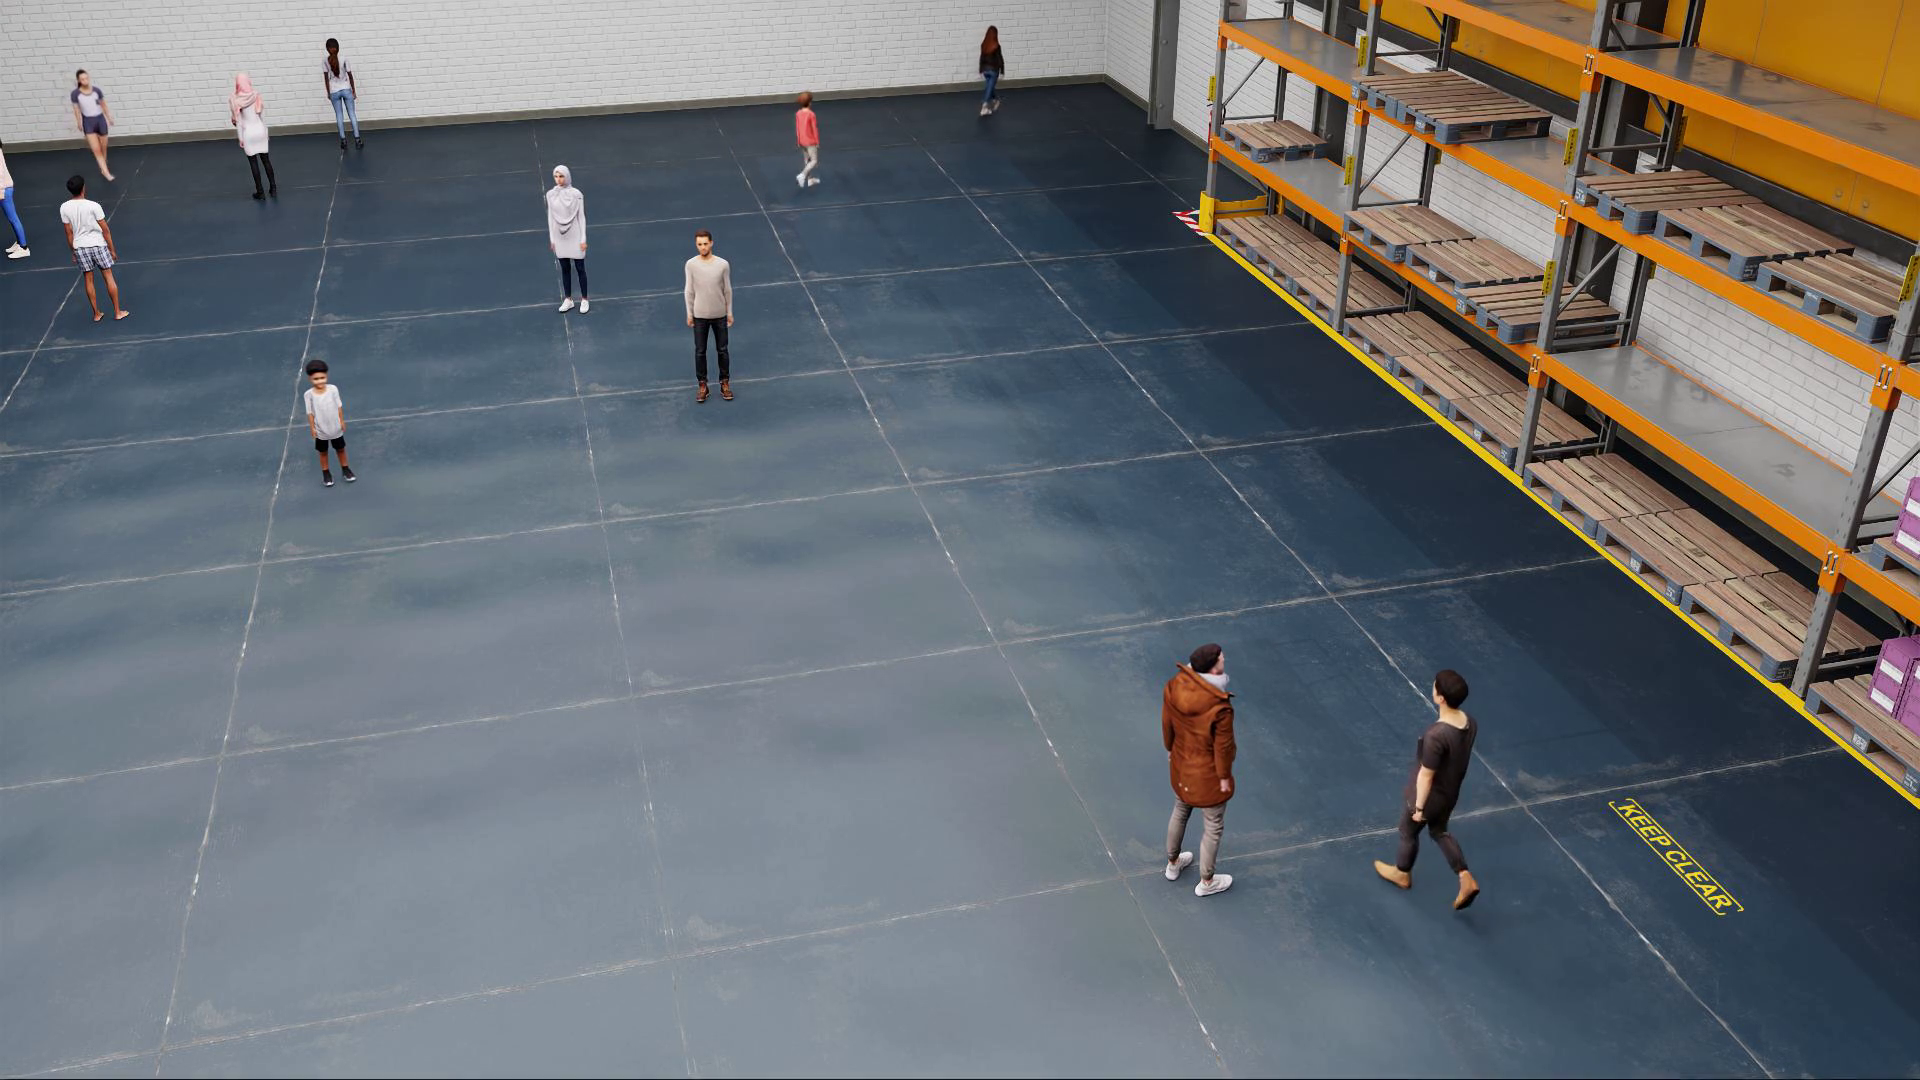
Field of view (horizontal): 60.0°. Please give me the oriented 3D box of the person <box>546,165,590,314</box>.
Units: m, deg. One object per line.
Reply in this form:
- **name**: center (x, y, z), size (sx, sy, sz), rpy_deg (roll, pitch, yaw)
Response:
- **person**: center (-4.691, -3.616, 19.958), size (0.676, 1.776, 0.650), rpy_deg (3, 29, 6)

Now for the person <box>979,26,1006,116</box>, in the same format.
- **person**: center (0.491, -7.939, 28.234), size (0.996, 1.440, 1.005), rpy_deg (19, 34, 31)

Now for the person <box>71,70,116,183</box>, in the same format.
- **person**: center (-12.954, -6.187, 24.831), size (1.044, 1.622, 0.898), rpy_deg (23, 36, 36)

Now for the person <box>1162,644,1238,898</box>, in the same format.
- **person**: center (1.530, 1.452, 10.601), size (0.895, 1.839, 0.804), rpy_deg (-24, 36, -36)

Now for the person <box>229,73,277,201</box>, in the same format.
- **person**: center (-10.183, -5.825, 23.979), size (0.760, 1.804, 0.735), rpy_deg (25, 38, 38)

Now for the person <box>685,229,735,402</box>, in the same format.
- **person**: center (-2.652, -2.395, 17.622), size (0.661, 1.868, 0.584), rpy_deg (-5, 29, -9)

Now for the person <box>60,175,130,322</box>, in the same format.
- **person**: center (-10.298, -3.452, 19.703), size (0.670, 1.731, 0.564), rpy_deg (-4, 29, -7)

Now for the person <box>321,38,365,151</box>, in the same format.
- **person**: center (-9.818, -7.085, 26.376), size (0.584, 1.719, 0.501), rpy_deg (-8, 30, -15)

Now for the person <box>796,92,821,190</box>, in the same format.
- **person**: center (-2.261, -5.850, 24.439), size (0.819, 1.407, 0.846), rpy_deg (19, 34, 31)

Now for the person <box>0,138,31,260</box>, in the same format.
- **person**: center (-12.507, -4.587, 21.744), size (0.763, 1.770, 0.593), rpy_deg (-17, 33, -28)

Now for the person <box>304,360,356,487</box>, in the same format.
- **person**: center (-6.082, -1.141, 15.963), size (0.523, 1.256, 0.533), rpy_deg (-15, 32, -25)

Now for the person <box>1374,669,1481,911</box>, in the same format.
- **person**: center (3.050, 1.601, 10.478), size (0.846, 1.695, 1.063), rpy_deg (-20, 34, -32)
